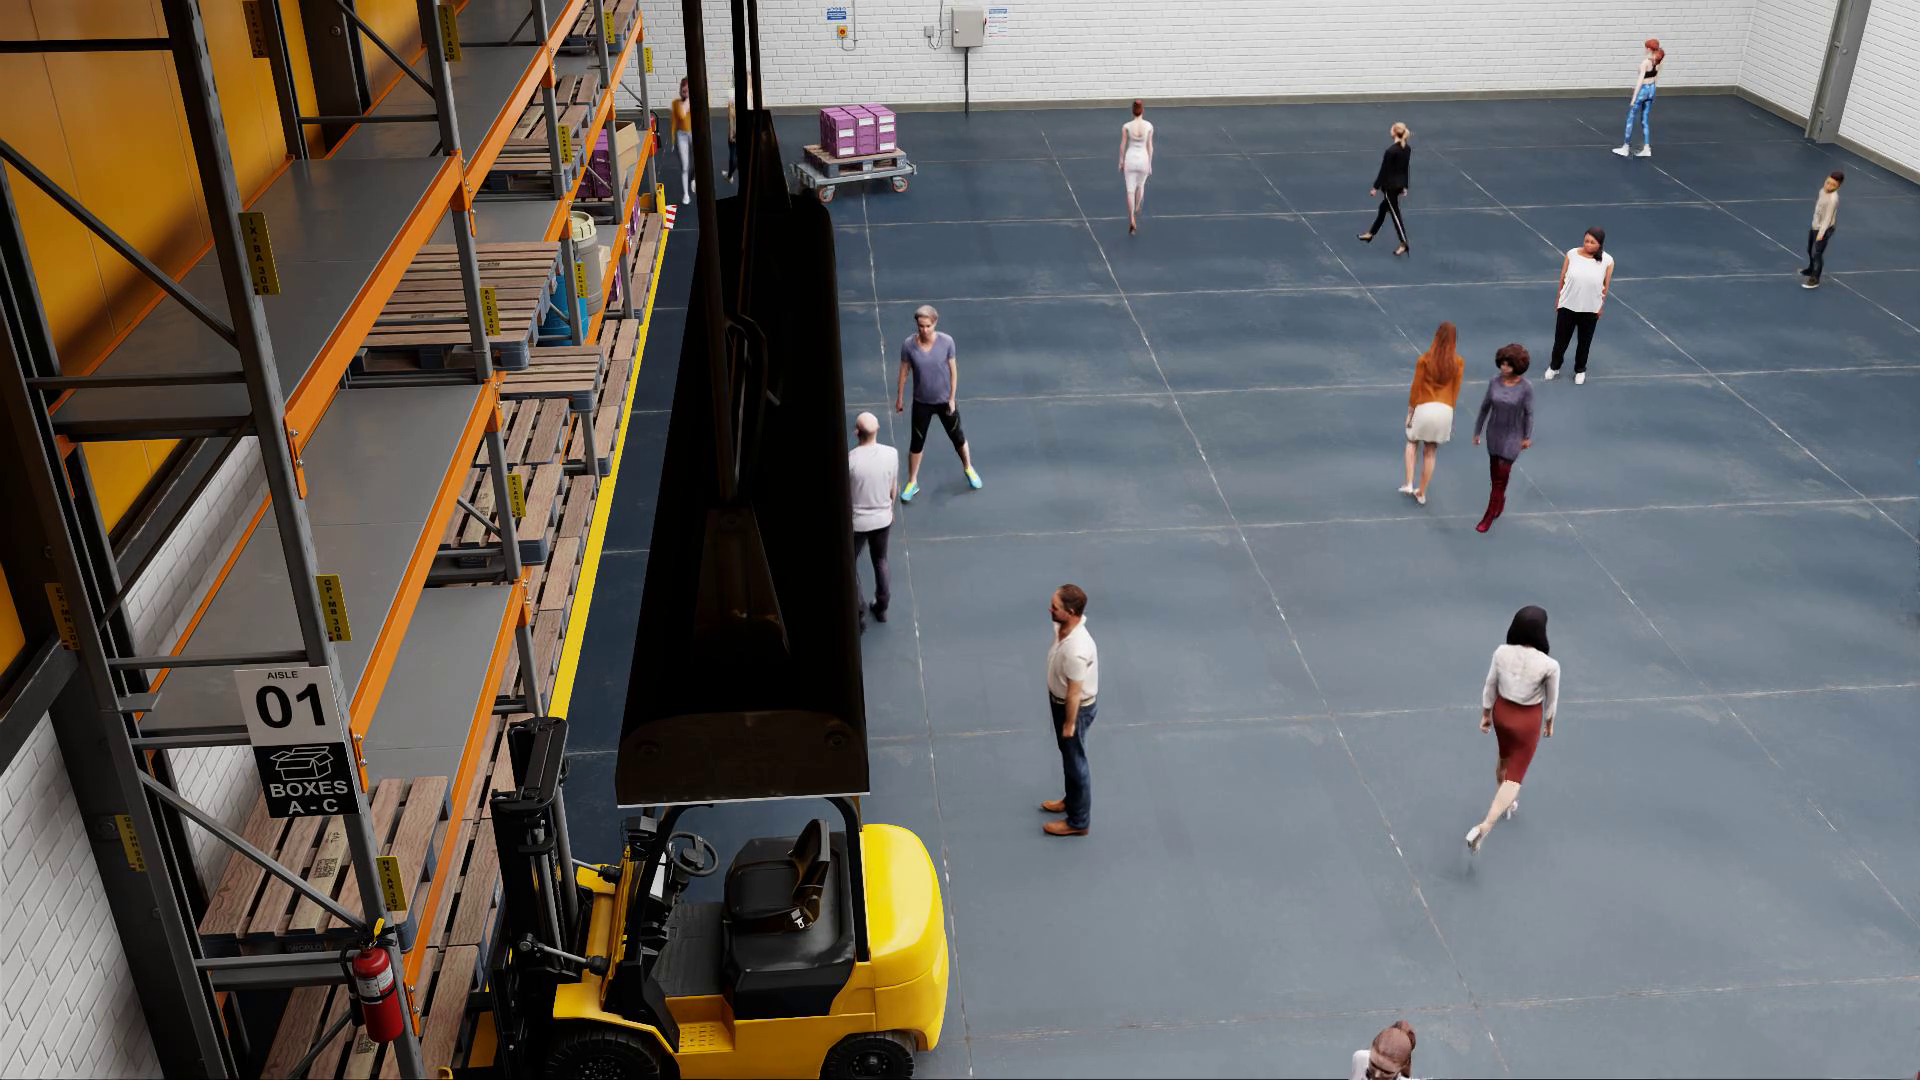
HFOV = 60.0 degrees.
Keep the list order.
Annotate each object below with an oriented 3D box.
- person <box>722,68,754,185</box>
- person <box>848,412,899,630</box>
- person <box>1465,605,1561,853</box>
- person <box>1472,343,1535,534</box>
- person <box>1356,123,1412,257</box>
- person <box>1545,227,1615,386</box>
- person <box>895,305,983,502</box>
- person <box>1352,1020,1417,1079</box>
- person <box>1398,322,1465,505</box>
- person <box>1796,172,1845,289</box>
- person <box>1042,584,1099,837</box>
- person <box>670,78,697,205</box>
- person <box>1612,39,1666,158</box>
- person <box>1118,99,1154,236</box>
[{"bbox_3d":[-3.013,-5.716,23.399,0.971,1.773,1.225,-16,33,-27],"label":"person"},{"bbox_3d":[-0.737,-0.136,13.112,0.789,1.828,0.785,-15,32,-25],"label":"person"},{"bbox_3d":[3.545,1.250,10.682,1.081,1.721,1.123,22,36,35],"label":"person"},{"bbox_3d":[4.863,-0.947,14.746,0.951,1.688,0.997,23,36,36],"label":"person"},{"bbox_3d":[5.555,-4.396,21.101,1.020,1.657,1.138,-24,37,-37],"label":"person"},{"bbox_3d":[6.564,-2.495,17.583,0.764,1.688,0.788,15,32,25],"label":"person"},{"bbox_3d":[-0.276,-1.255,15.123,0.984,1.867,0.817,1,29,1],"label":"person"},{"bbox_3d":[1.985,2.861,7.738,0.988,1.712,1.038,-17,33,-28],"label":"person"},{"bbox_3d":[4.288,-1.088,15.003,0.661,1.688,0.676,1,29,2],"label":"person"},{"bbox_3d":[10.490,-3.781,20.199,0.818,1.440,0.537,8,30,14],"label":"person"},{"bbox_3d":[0.753,1.099,10.827,0.700,1.849,0.490,-3,29,-5],"label":"person"},{"bbox_3d":[-3.775,-5.573,23.164,0.687,1.747,0.755,-2,29,-4],"label":"person"},{"bbox_3d":[10.328,-6.689,25.166,0.730,1.789,0.891,-8,30,-14],"label":"person"},{"bbox_3d":[2.304,-4.853,21.849,0.694,1.743,1.126,2,29,3],"label":"person"}]
